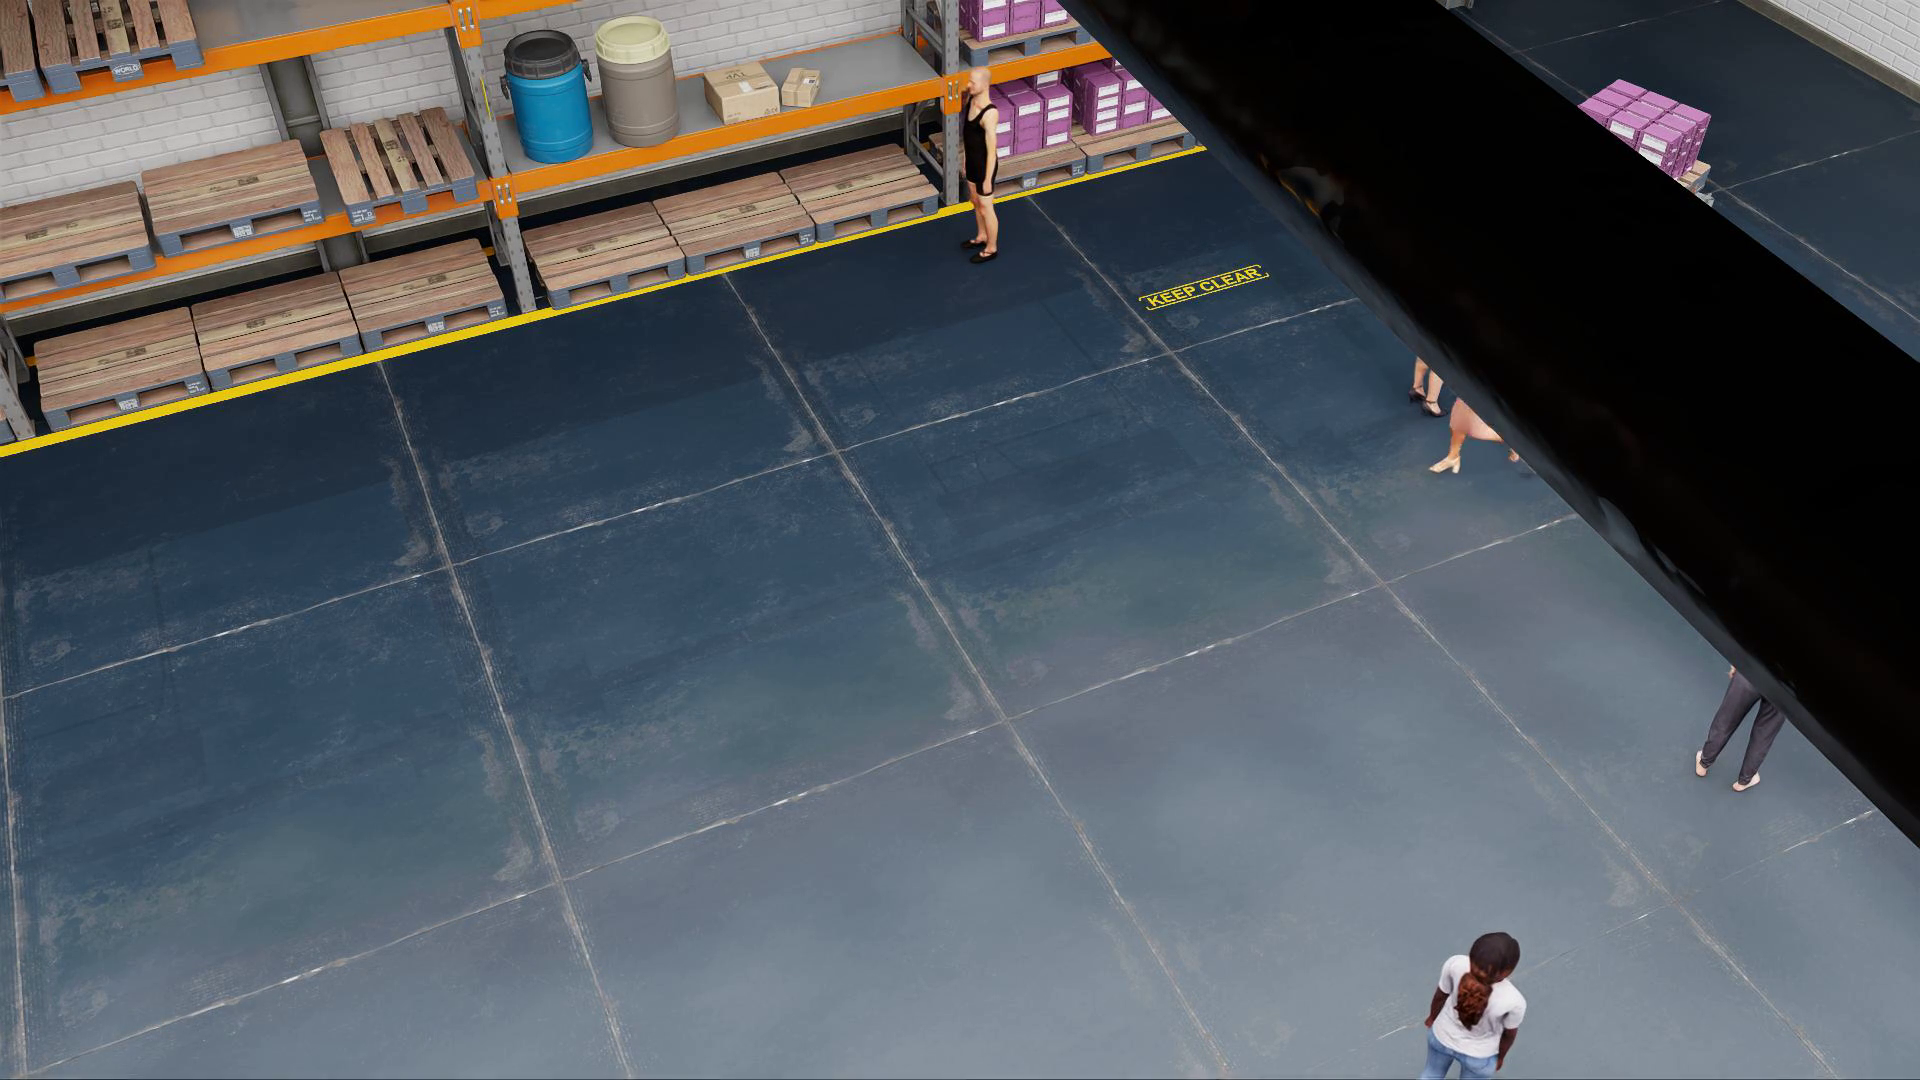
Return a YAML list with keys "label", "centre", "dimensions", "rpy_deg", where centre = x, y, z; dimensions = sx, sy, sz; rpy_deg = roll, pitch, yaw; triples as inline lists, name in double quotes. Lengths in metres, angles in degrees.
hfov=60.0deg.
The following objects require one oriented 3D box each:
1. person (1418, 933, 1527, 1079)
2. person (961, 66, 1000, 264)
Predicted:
- label: "person"
  centre: [2.526, 2.510, 8.322]
  dimensions: [0.658, 1.721, 0.663]
  rpy_deg: [28, 50, 26]
- label: "person"
  centre: [0.190, -3.227, 14.277]
  dimensions: [0.503, 1.813, 0.656]
  rpy_deg: [-15, 46, -15]
